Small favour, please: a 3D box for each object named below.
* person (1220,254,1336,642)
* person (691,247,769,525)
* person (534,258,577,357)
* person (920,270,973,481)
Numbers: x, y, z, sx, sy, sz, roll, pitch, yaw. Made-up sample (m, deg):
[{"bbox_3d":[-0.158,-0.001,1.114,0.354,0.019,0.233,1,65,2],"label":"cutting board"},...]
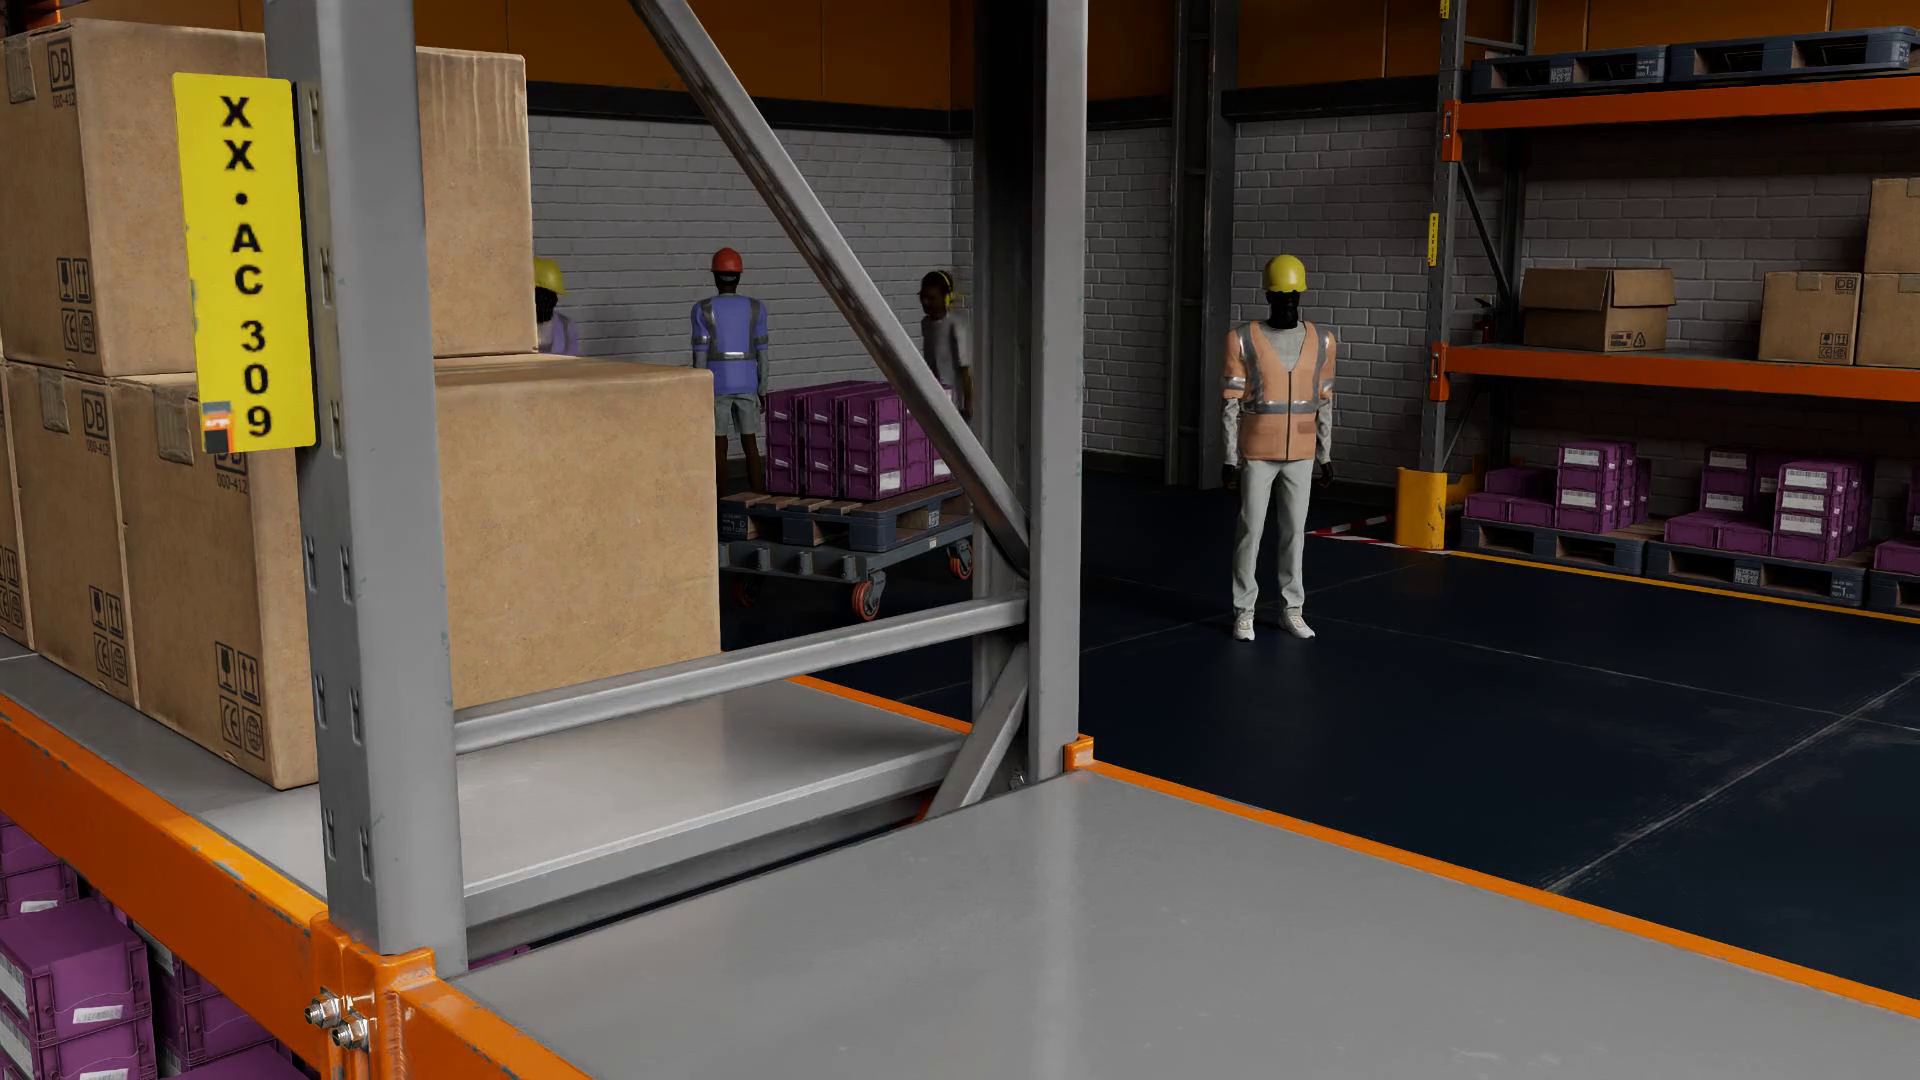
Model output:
[{"bbox_3d":[1.590,-0.451,8.309,0.594,1.926,0.366,-2,11,-9],"label":"person"},{"bbox_3d":[-1.618,-1.072,11.674,0.551,1.935,0.375,-4,11,-21],"label":"person"},{"bbox_3d":[-2.468,-0.673,9.625,0.562,1.890,0.651,9,14,41],"label":"person"},{"bbox_3d":[0.030,-0.880,11.002,0.863,1.816,0.566,-5,12,-26],"label":"person"}]
